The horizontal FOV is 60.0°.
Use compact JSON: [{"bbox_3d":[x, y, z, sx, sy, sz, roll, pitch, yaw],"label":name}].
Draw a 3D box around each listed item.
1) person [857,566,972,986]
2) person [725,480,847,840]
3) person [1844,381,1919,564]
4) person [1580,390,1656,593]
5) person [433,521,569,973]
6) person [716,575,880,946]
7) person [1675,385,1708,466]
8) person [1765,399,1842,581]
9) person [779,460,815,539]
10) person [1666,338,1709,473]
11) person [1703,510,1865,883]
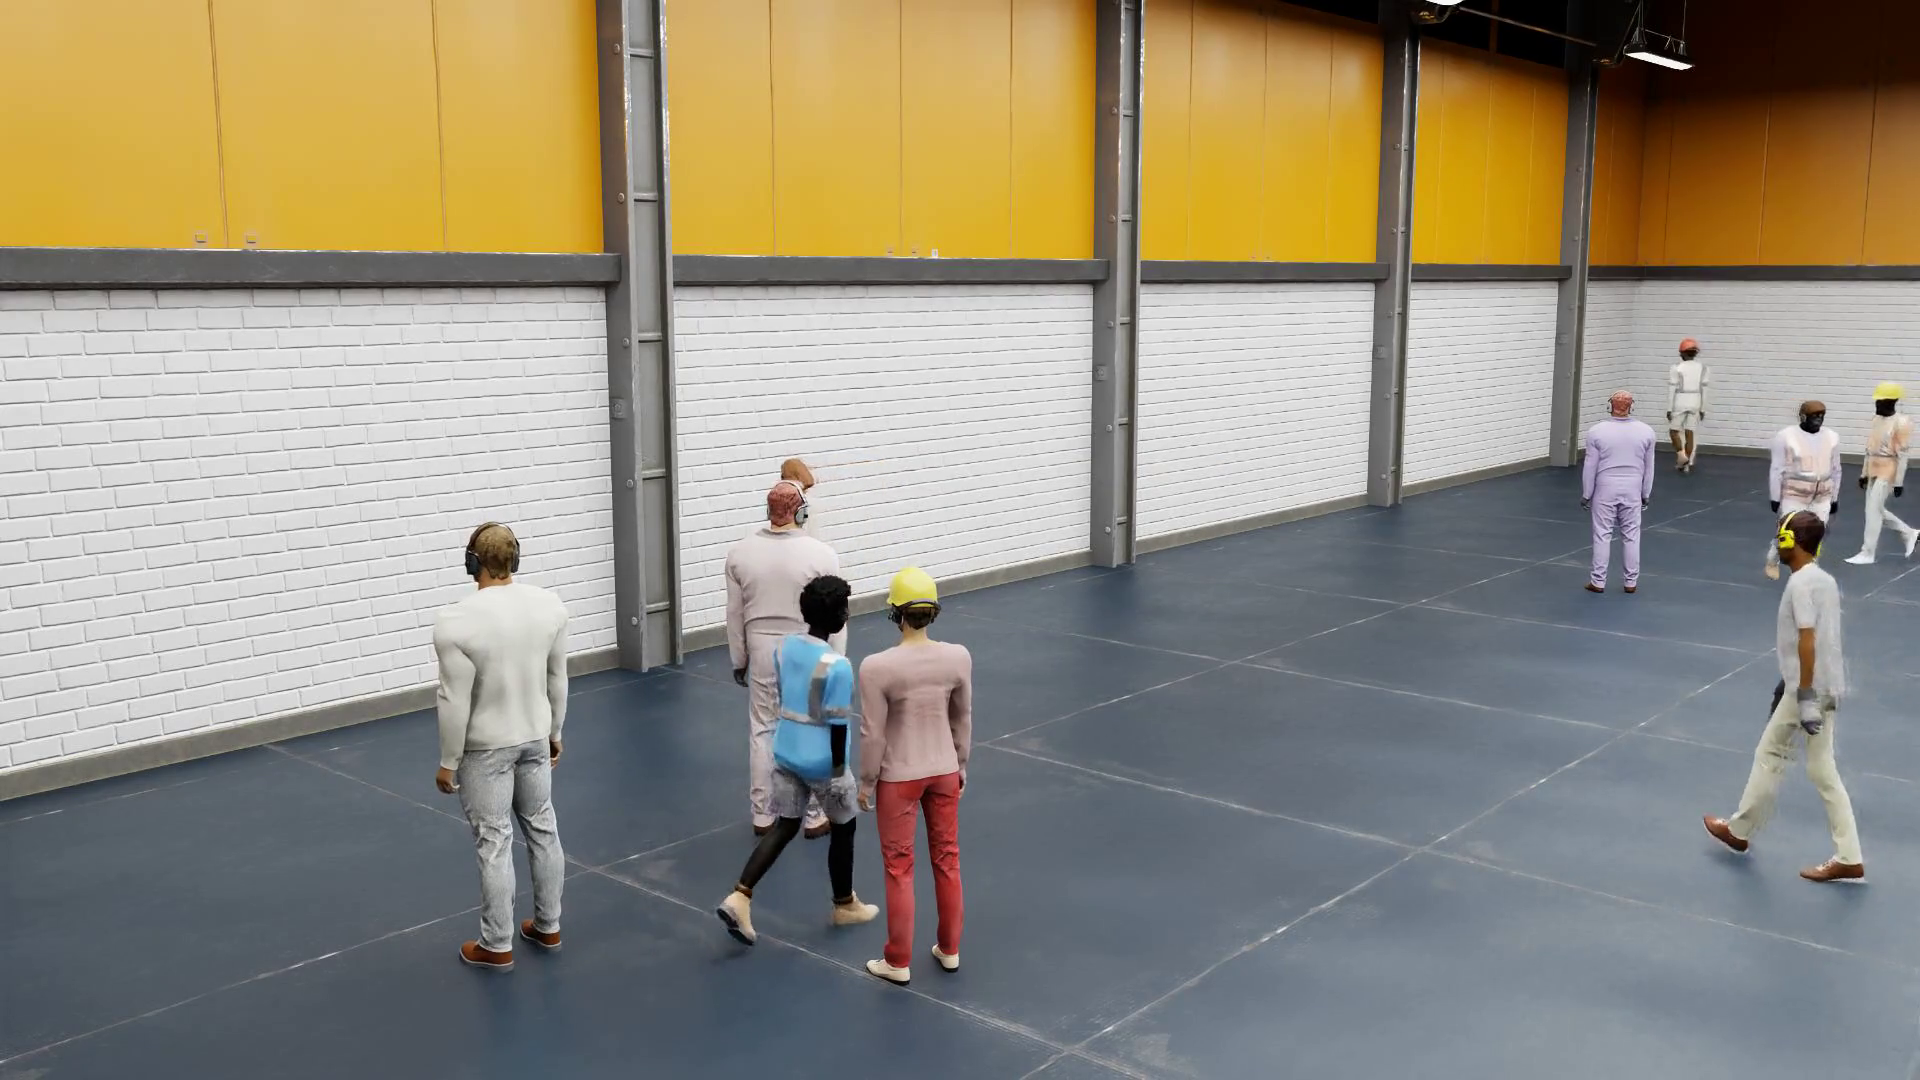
[{"bbox_3d":[-0.195,0.988,7.014,0.525,1.769,0.315,-5,10,-29],"label":"person"},{"bbox_3d":[-0.900,0.631,8.815,0.654,1.906,0.406,2,9,15],"label":"person"},{"bbox_3d":[9.567,-0.690,17.121,0.747,1.905,0.599,1,9,4],"label":"person"},{"bbox_3d":[6.144,-0.446,15.579,0.639,1.910,0.407,1,9,7],"label":"person"},{"bbox_3d":[-1.964,0.881,7.146,0.372,1.940,0.627,8,12,41],"label":"person"},{"bbox_3d":[-0.710,0.978,7.383,0.767,1.668,0.538,-8,12,-42],"label":"person"},{"bbox_3d":[11.391,-1.958,25.975,0.518,1.627,0.370,0,9,1],"label":"person"},{"bbox_3d":[7.949,-0.421,15.699,0.632,1.829,0.557,0,9,0],"label":"person"},{"bbox_3d":[-1.288,0.190,12.566,0.817,1.594,0.511,1,9,4],"label":"person"},{"bbox_3d":[10.905,-2.003,24.973,0.621,2.031,0.507,0,9,-1],"label":"person"},{"bbox_3d":[4.168,0.763,8.307,0.572,1.803,0.834,-7,12,-39],"label":"person"}]
